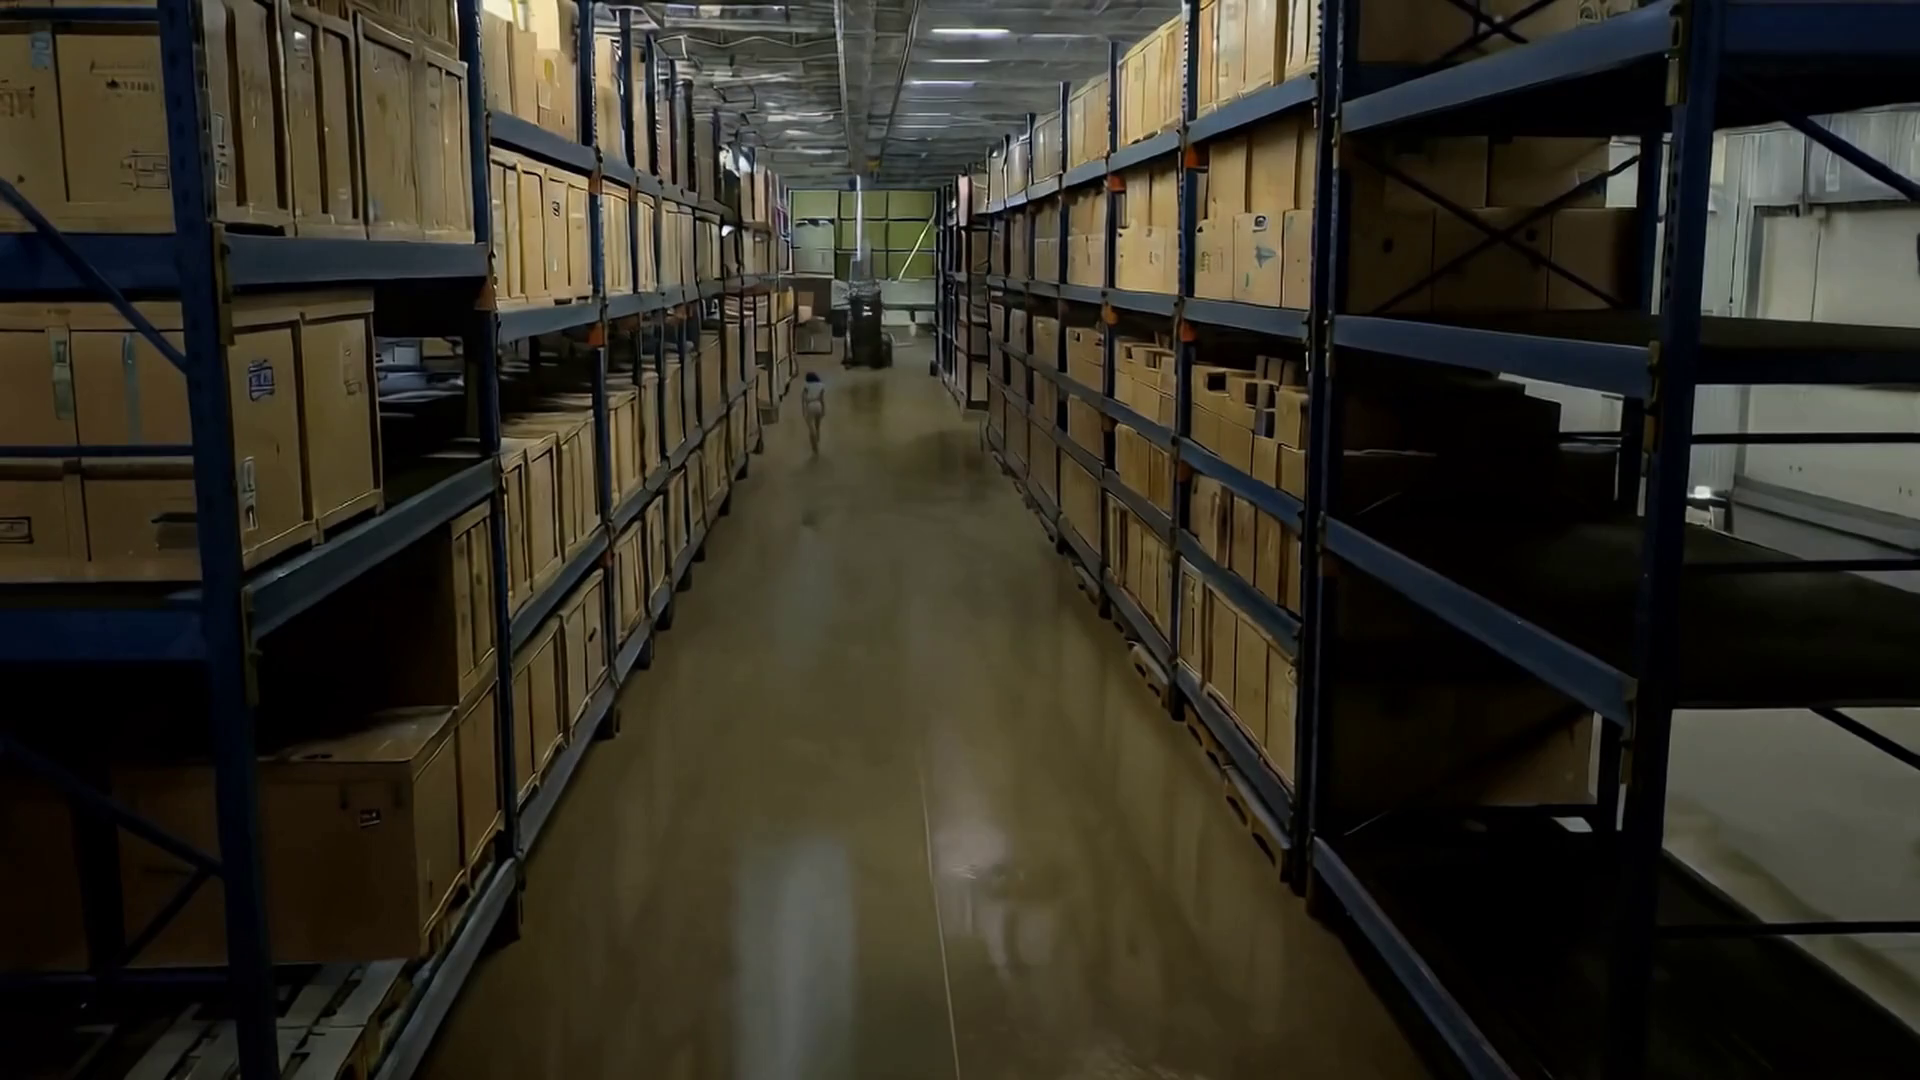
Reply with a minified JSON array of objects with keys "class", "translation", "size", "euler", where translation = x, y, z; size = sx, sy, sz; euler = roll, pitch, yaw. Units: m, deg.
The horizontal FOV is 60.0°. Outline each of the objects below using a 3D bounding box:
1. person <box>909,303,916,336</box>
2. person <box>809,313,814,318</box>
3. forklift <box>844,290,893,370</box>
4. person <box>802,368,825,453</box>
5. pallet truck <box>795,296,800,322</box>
[{"class":"person","translation":[-2.470,-11.504,86.745],"size":[0.319,1.688,0.540],"euler":[3,10,20]},{"class":"person","translation":[-6.352,-8.954,71.588],"size":[0.555,1.649,0.608],"euler":[-7,12,-38]},{"class":"forklift","translation":[-3.233,-7.510,59.329],"size":[1.129,2.768,1.873],"euler":[4,10,22]},{"class":"person","translation":[-2.933,-2.605,33.531],"size":[0.482,1.704,0.804],"euler":[-4,10,-22]},{"class":"pallet truck","translation":[-8.622,-12.439,91.403],"size":[1.885,1.965,0.823],"euler":[2,10,13]}]
